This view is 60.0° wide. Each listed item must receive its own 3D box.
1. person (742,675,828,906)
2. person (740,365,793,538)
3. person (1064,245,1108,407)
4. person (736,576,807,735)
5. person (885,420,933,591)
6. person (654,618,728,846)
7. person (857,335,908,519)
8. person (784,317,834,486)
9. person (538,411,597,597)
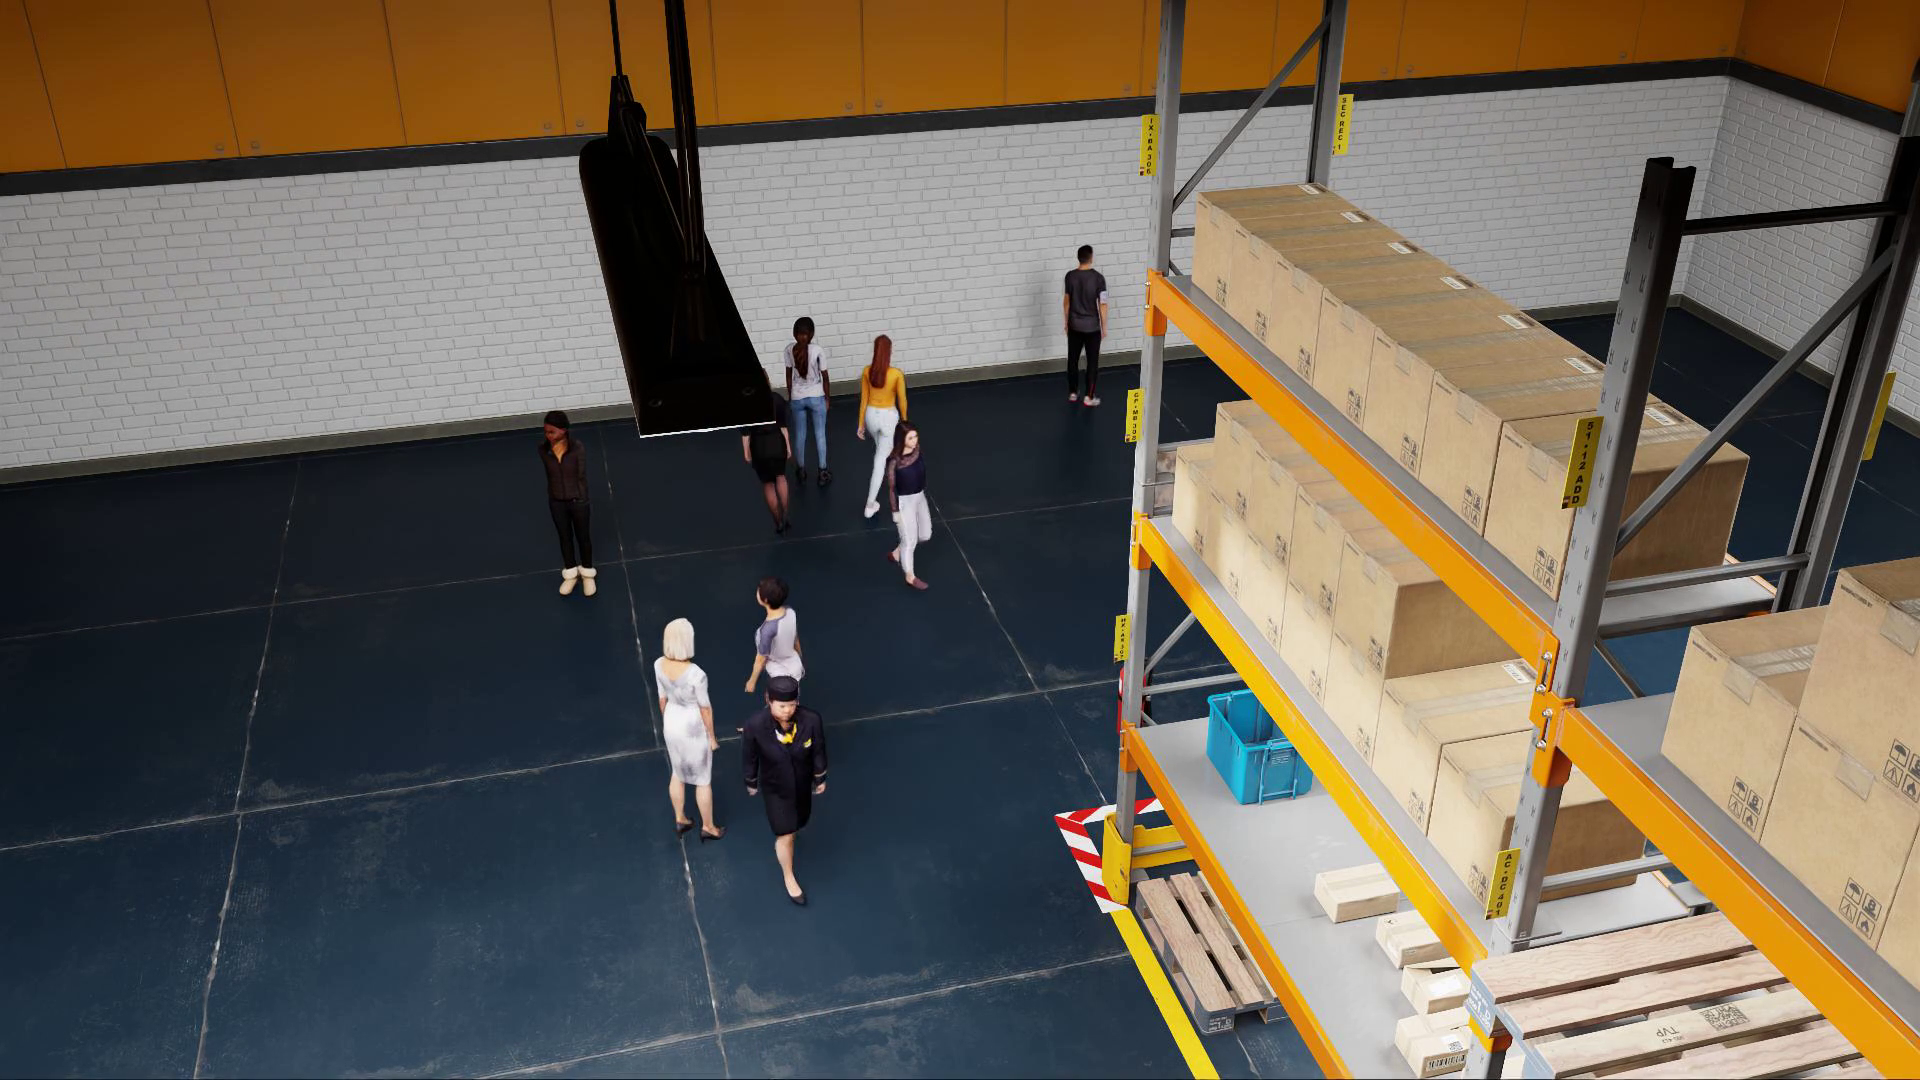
[{"bbox_3d":[-1.135,1.547,10.862,0.702,1.646,0.967,-6,29,-10],"label":"person"},{"bbox_3d":[-1.719,-0.752,15.036,0.649,1.686,0.640,-9,30,-15],"label":"person"},{"bbox_3d":[1.313,-2.290,17.769,0.774,1.769,0.818,11,30,19],"label":"person"},{"bbox_3d":[-1.213,0.985,12.017,0.946,1.528,0.990,8,30,14],"label":"person"},{"bbox_3d":[-0.493,-0.309,14.316,0.840,1.597,0.780,16,32,27],"label":"person"},{"bbox_3d":[-1.837,1.294,11.216,0.639,1.751,0.685,13,31,22],"label":"person"},{"bbox_3d":[-0.750,-1.011,15.490,1.001,1.705,1.180,8,30,15],"label":"person"},{"bbox_3d":[-1.468,-1.353,16.102,0.658,1.720,0.655,4,29,8],"label":"person"},{"bbox_3d":[-3.367,-0.355,14.330,0.632,1.665,0.698,-2,29,-4],"label":"person"}]
